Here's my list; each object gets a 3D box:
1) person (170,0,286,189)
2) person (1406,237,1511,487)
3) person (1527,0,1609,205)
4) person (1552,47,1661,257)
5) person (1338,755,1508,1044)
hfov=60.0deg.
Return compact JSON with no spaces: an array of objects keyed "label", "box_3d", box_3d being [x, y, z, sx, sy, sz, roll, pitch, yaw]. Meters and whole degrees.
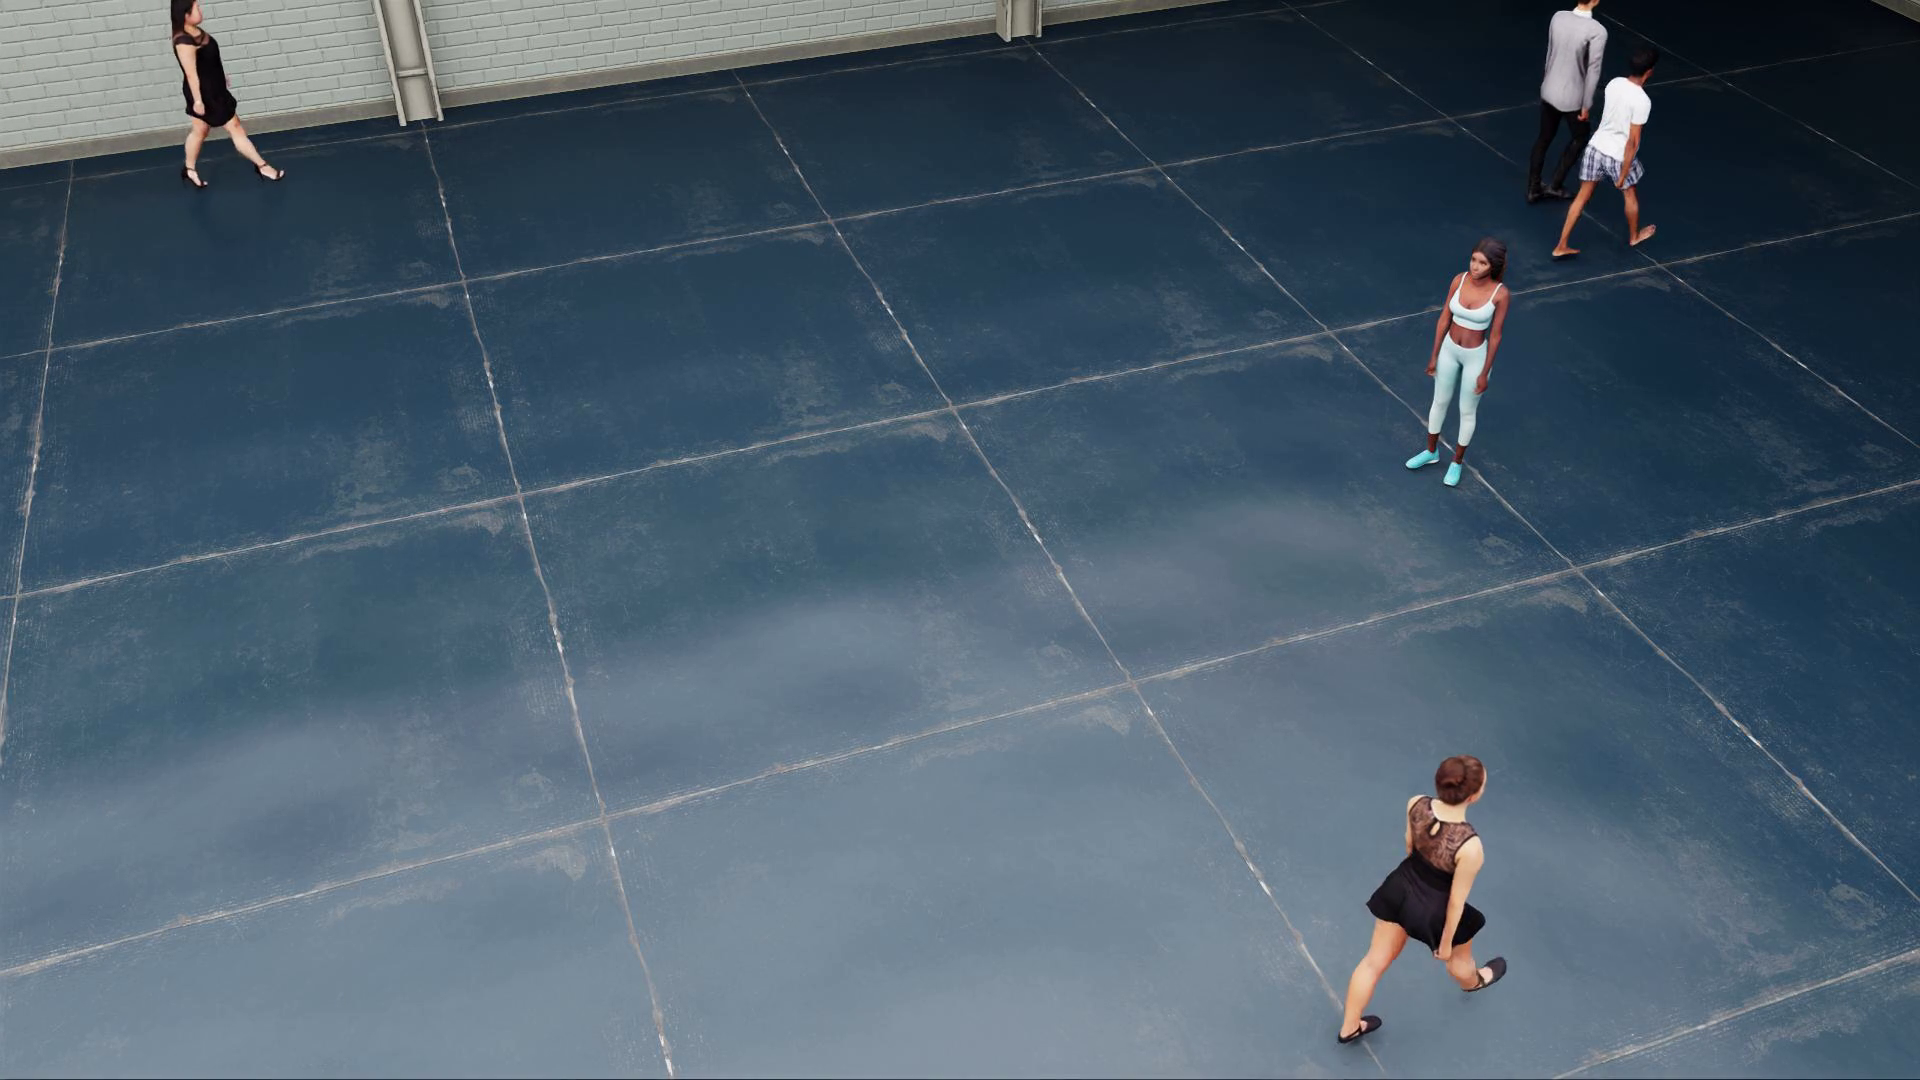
[{"label":"person","box_3d":[-6.336,-3.658,13.783,1.050,1.669,0.677,-15,41,-18]},{"label":"person","box_3d":[3.189,-1.137,10.516,0.651,1.724,0.674,28,46,31]},{"label":"person","box_3d":[4.863,-3.615,13.532,0.754,1.910,0.822,-21,43,-24]},{"label":"person","box_3d":[4.959,-2.941,12.857,1.132,1.680,0.719,-17,41,-20]},{"label":"person","box_3d":[1.913,1.593,7.101,1.135,1.633,0.734,-20,42,-24]}]
